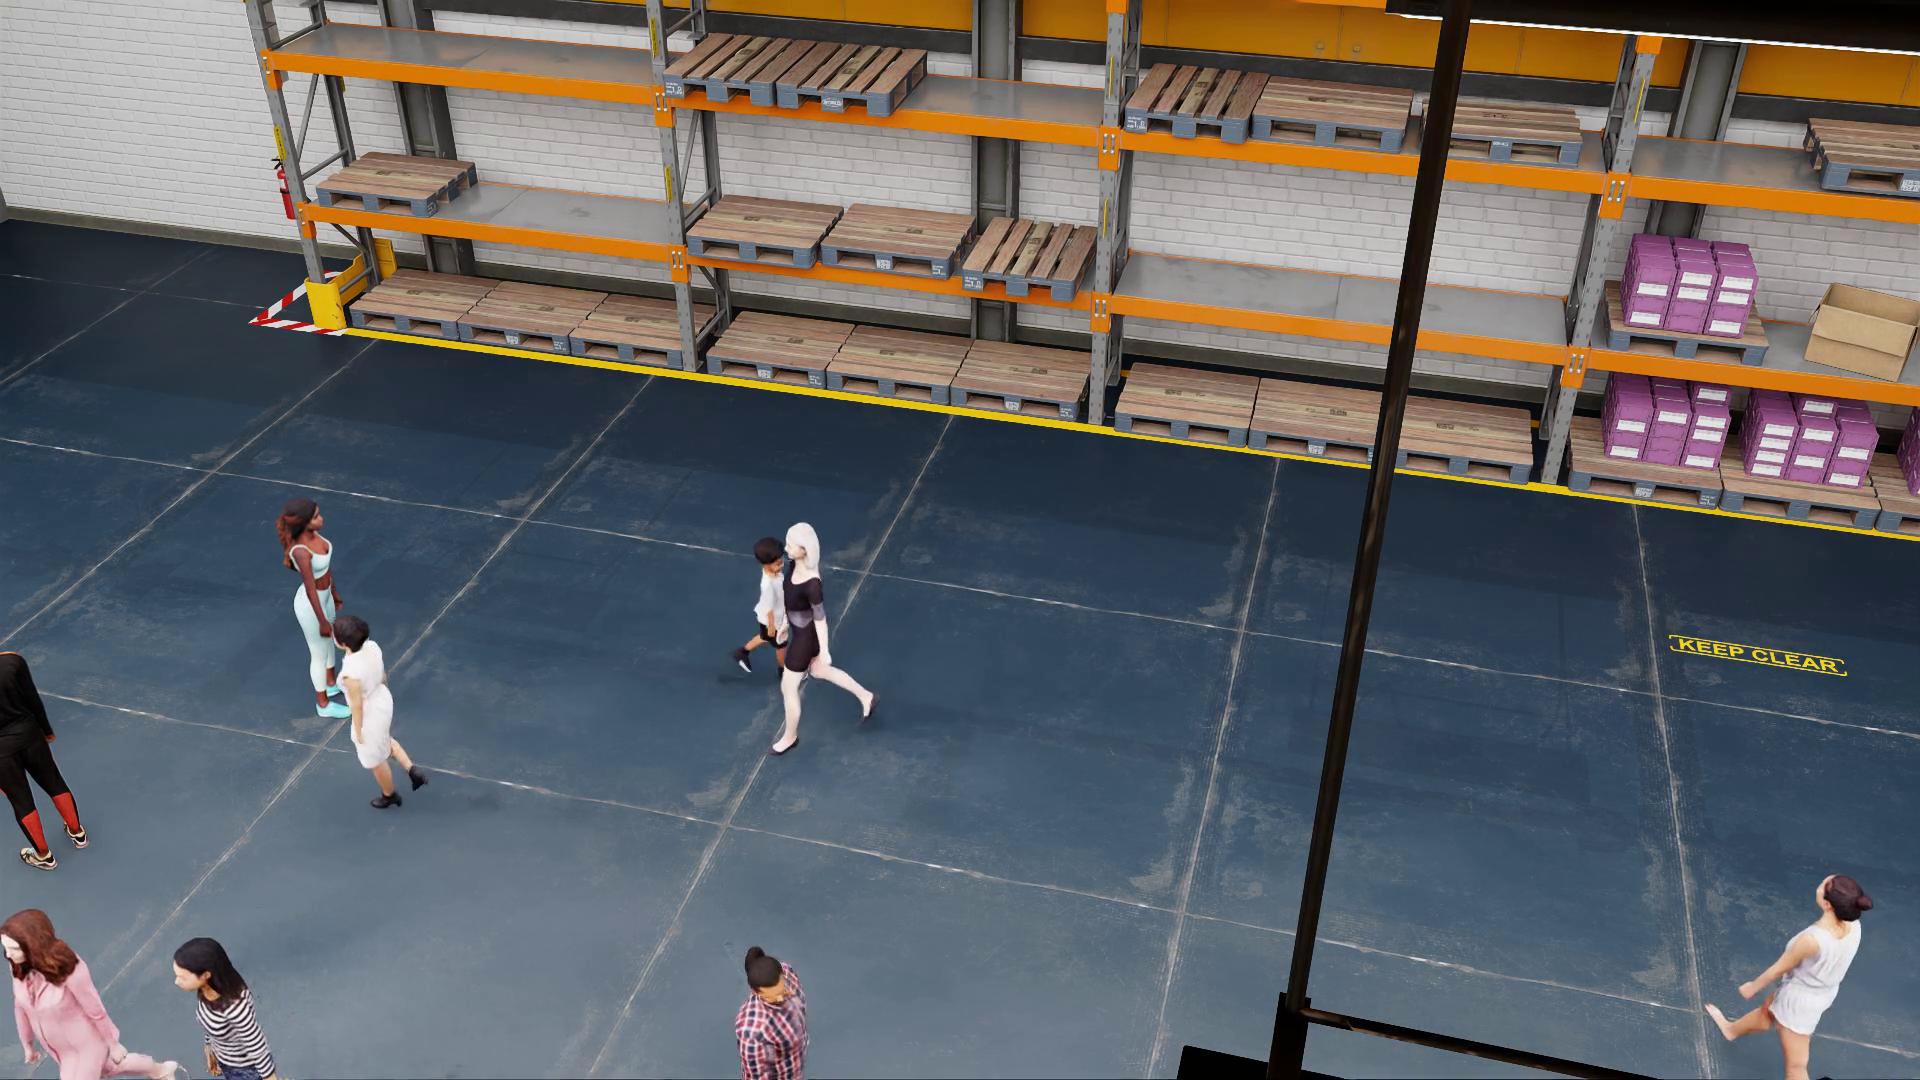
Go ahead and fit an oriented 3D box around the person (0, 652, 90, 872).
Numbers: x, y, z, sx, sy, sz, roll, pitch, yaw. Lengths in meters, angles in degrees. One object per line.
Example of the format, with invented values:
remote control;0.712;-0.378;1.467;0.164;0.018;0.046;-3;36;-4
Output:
person;-5.794;1.242;10.171;0.653;1.808;0.699;21;39;28

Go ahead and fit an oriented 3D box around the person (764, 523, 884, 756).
person;-0.927;0.638;11.090;1.154;1.796;0.948;-10;35;-14

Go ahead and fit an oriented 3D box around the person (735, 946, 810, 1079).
person;-0.910;2.582;8.214;0.604;1.744;0.850;-1;34;-2

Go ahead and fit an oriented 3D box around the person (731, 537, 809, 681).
person;-1.394;0.504;11.793;0.833;1.241;0.635;-3;34;-4

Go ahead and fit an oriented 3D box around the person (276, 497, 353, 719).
person;-4.423;0.449;11.442;0.664;1.721;0.640;-4;34;-7

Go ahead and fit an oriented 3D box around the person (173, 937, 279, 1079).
person;-3.426;2.569;8.206;0.743;1.774;0.822;28;43;35

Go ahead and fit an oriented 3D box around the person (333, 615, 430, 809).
person;-3.677;1.117;10.596;0.738;1.546;0.614;4;34;6

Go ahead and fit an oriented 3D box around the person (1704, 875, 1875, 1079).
person;4.429;2.420;8.608;0.979;1.576;1.046;-18;38;-25

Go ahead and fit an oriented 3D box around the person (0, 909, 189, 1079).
person;-4.375;2.466;8.372;1.082;1.761;0.755;11;35;16
